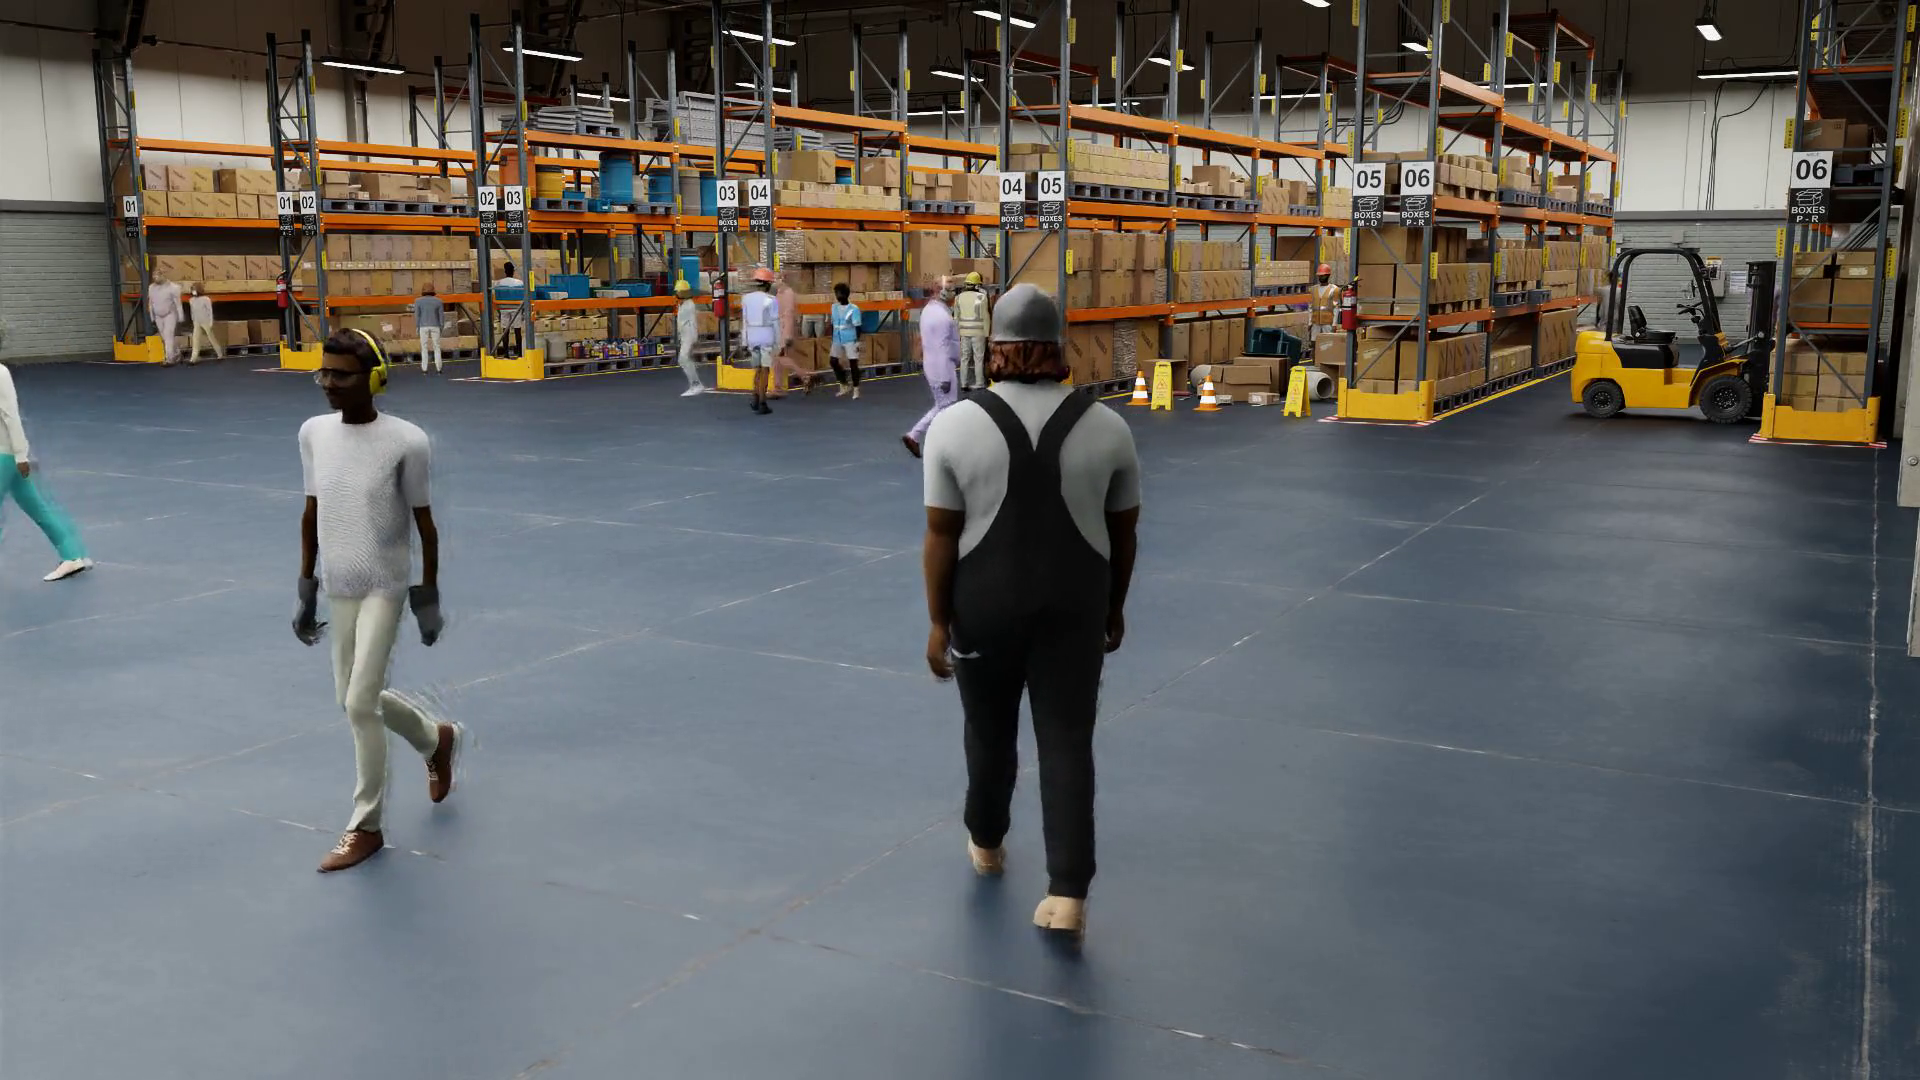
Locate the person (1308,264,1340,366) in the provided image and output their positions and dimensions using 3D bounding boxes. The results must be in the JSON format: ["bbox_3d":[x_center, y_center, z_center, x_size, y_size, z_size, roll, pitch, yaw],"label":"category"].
[{"bbox_3d":[6.141,-3.695,28.177,0.542,1.938,0.357,7,12,36],"label":"person"}]

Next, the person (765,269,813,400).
[{"bbox_3d":[-2.523,-2.963,24.018,0.640,1.891,0.661,-5,11,-27],"label":"person"}]

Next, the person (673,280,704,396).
[{"bbox_3d":[-4.036,-2.972,24.574,0.400,1.731,0.483,-4,11,-24],"label":"person"}]

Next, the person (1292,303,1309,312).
[{"bbox_3d":[7.982,-5.461,38.697,0.552,1.908,0.936,4,10,22],"label":"person"}]

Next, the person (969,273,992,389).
[{"bbox_3d":[0.331,-3.252,25.931,0.403,1.824,0.602,7,12,35],"label":"person"}]

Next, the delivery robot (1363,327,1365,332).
[{"bbox_3d":[9.244,-4.659,37.588,0.707,0.478,0.477,-1,10,-6],"label":"delivery robot"}]

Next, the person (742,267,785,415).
[{"bbox_3d":[-2.559,-2.604,21.831,0.586,1.921,0.474,5,11,28],"label":"person"}]

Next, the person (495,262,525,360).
[{"bbox_3d":[-8.973,-4.576,33.251,0.607,1.966,0.367,0,10,-1],"label":"person"}]

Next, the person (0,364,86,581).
[{"bbox_3d":[-6.028,-0.549,10.432,0.935,1.702,0.538,-9,13,-42],"label":"person"}]

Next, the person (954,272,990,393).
[{"bbox_3d":[0.202,-3.128,25.159,0.590,1.833,0.403,5,11,27],"label":"person"}]

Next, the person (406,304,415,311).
[{"bbox_3d":[-11.194,-4.722,34.411,0.583,1.864,0.712,6,11,30],"label":"person"}]

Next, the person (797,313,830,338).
[{"bbox_3d":[-2.598,-3.922,29.549,0.625,1.931,0.375,0,10,-1],"label":"person"}]

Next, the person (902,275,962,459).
[{"bbox_3d":[-0.220,-1.669,16.458,0.537,1.883,0.655,-3,10,-15],"label":"person"}]

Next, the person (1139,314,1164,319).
[{"bbox_3d":[3.795,-4.364,32.306,0.617,1.859,1.025,4,10,20],"label":"person"}]

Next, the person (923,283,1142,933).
[{"bbox_3d":[0.229,0.171,5.236,0.689,2.000,0.998,-1,10,-5],"label":"person"}]

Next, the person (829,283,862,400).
[{"bbox_3d":[-1.655,-2.869,24.069,0.608,1.679,0.406,6,11,32],"label":"person"}]

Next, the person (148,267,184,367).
[{"bbox_3d":[-14.919,-4.201,31.359,0.685,1.870,0.821,2,10,11],"label":"person"}]

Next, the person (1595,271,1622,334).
[{"bbox_3d":[11.806,-3.990,30.259,0.536,1.831,0.960,6,11,31],"label":"person"}]

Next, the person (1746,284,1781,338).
[{"bbox_3d":[13.928,-3.787,28.787,0.592,1.918,0.403,5,11,27],"label":"person"}]

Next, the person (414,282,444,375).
[{"bbox_3d":[-9.304,-3.711,29.188,0.493,1.624,0.281,-4,10,-21],"label":"person"}]

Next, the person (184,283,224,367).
[{"bbox_3d":[-14.338,-4.084,31.513,0.520,1.581,0.897,2,10,14],"label":"person"}]

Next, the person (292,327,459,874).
[{"bbox_3d":[-2.049,0.166,5.862,0.525,1.845,0.785,4,10,20],"label":"person"}]
